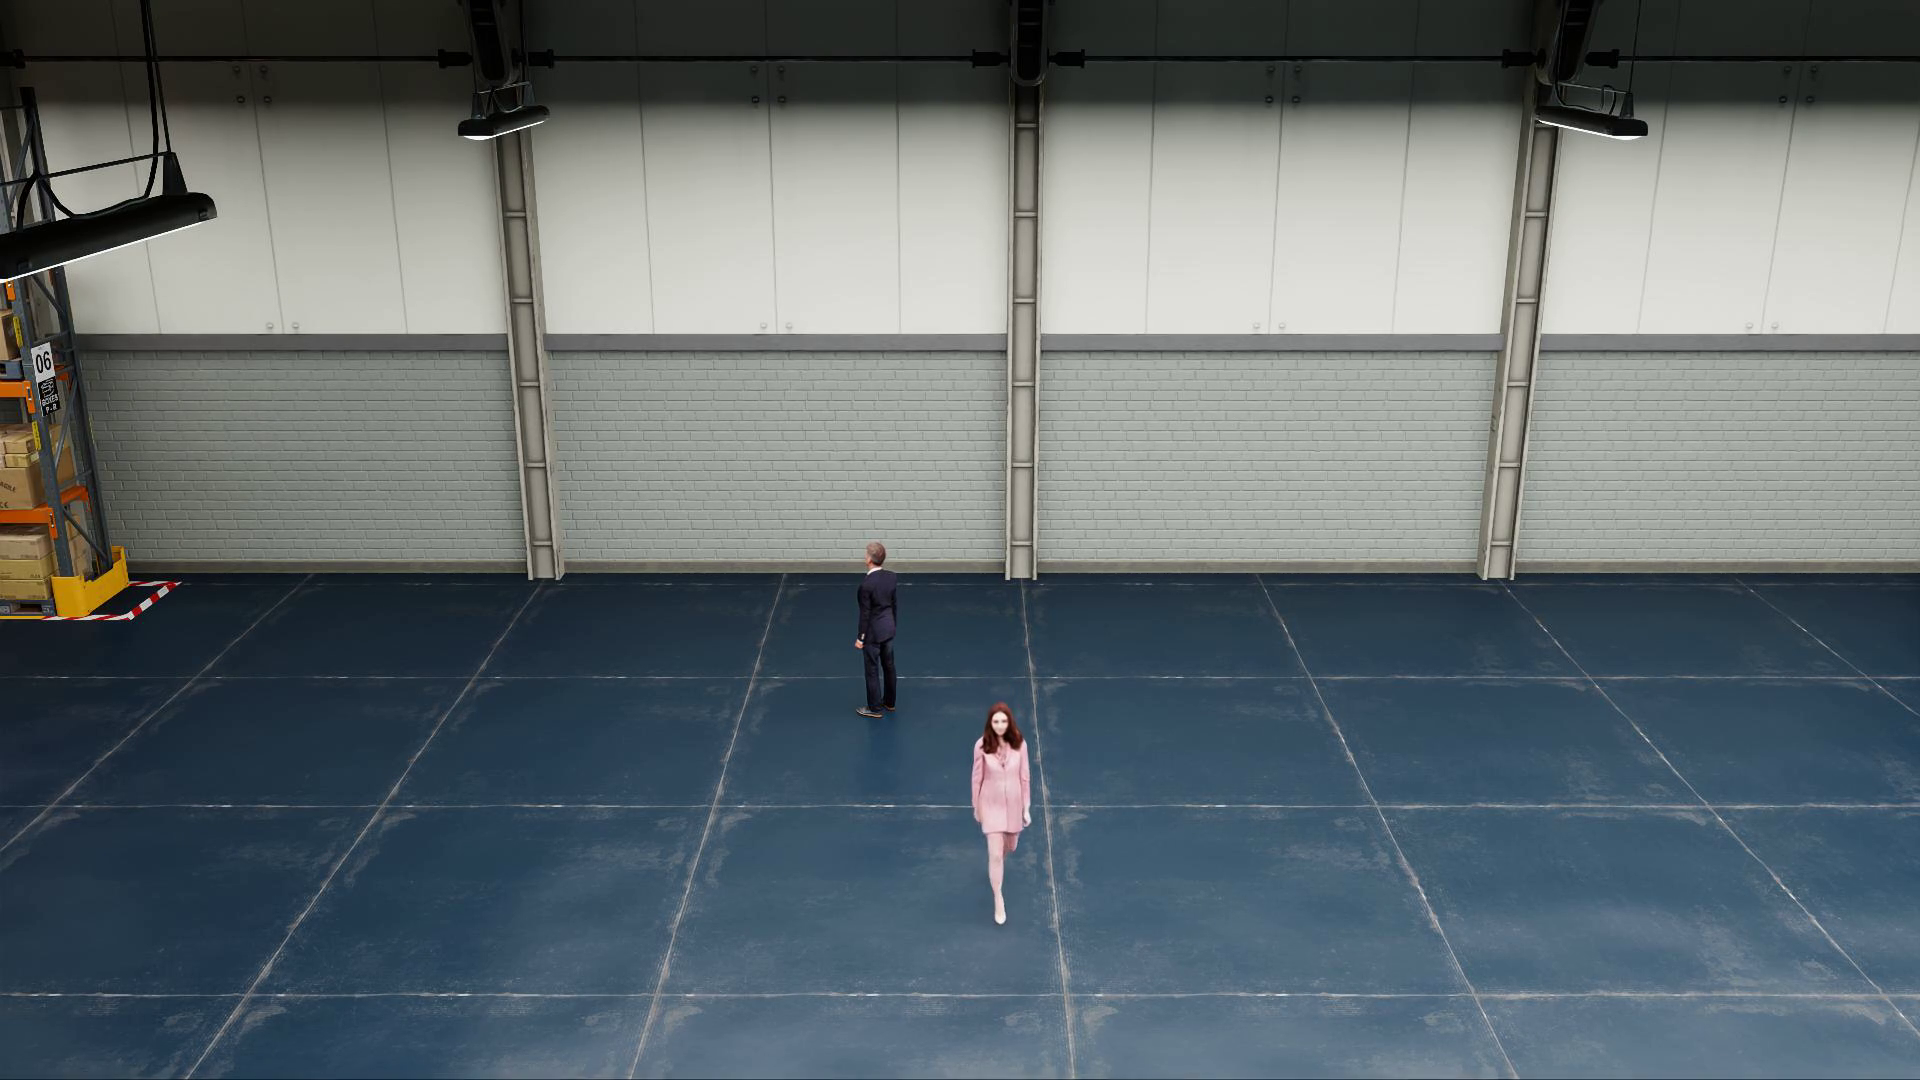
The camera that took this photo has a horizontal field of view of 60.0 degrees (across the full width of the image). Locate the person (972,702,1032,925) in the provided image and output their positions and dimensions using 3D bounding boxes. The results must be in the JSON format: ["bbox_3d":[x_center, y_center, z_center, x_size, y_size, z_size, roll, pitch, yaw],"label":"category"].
[{"bbox_3d":[0.332,2.084,13.156,1.035,1.773,0.776,-3,18,-8],"label":"person"}]

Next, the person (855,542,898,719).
[{"bbox_3d":[-0.835,0.889,16.758,0.822,1.815,0.776,15,23,39],"label":"person"}]
